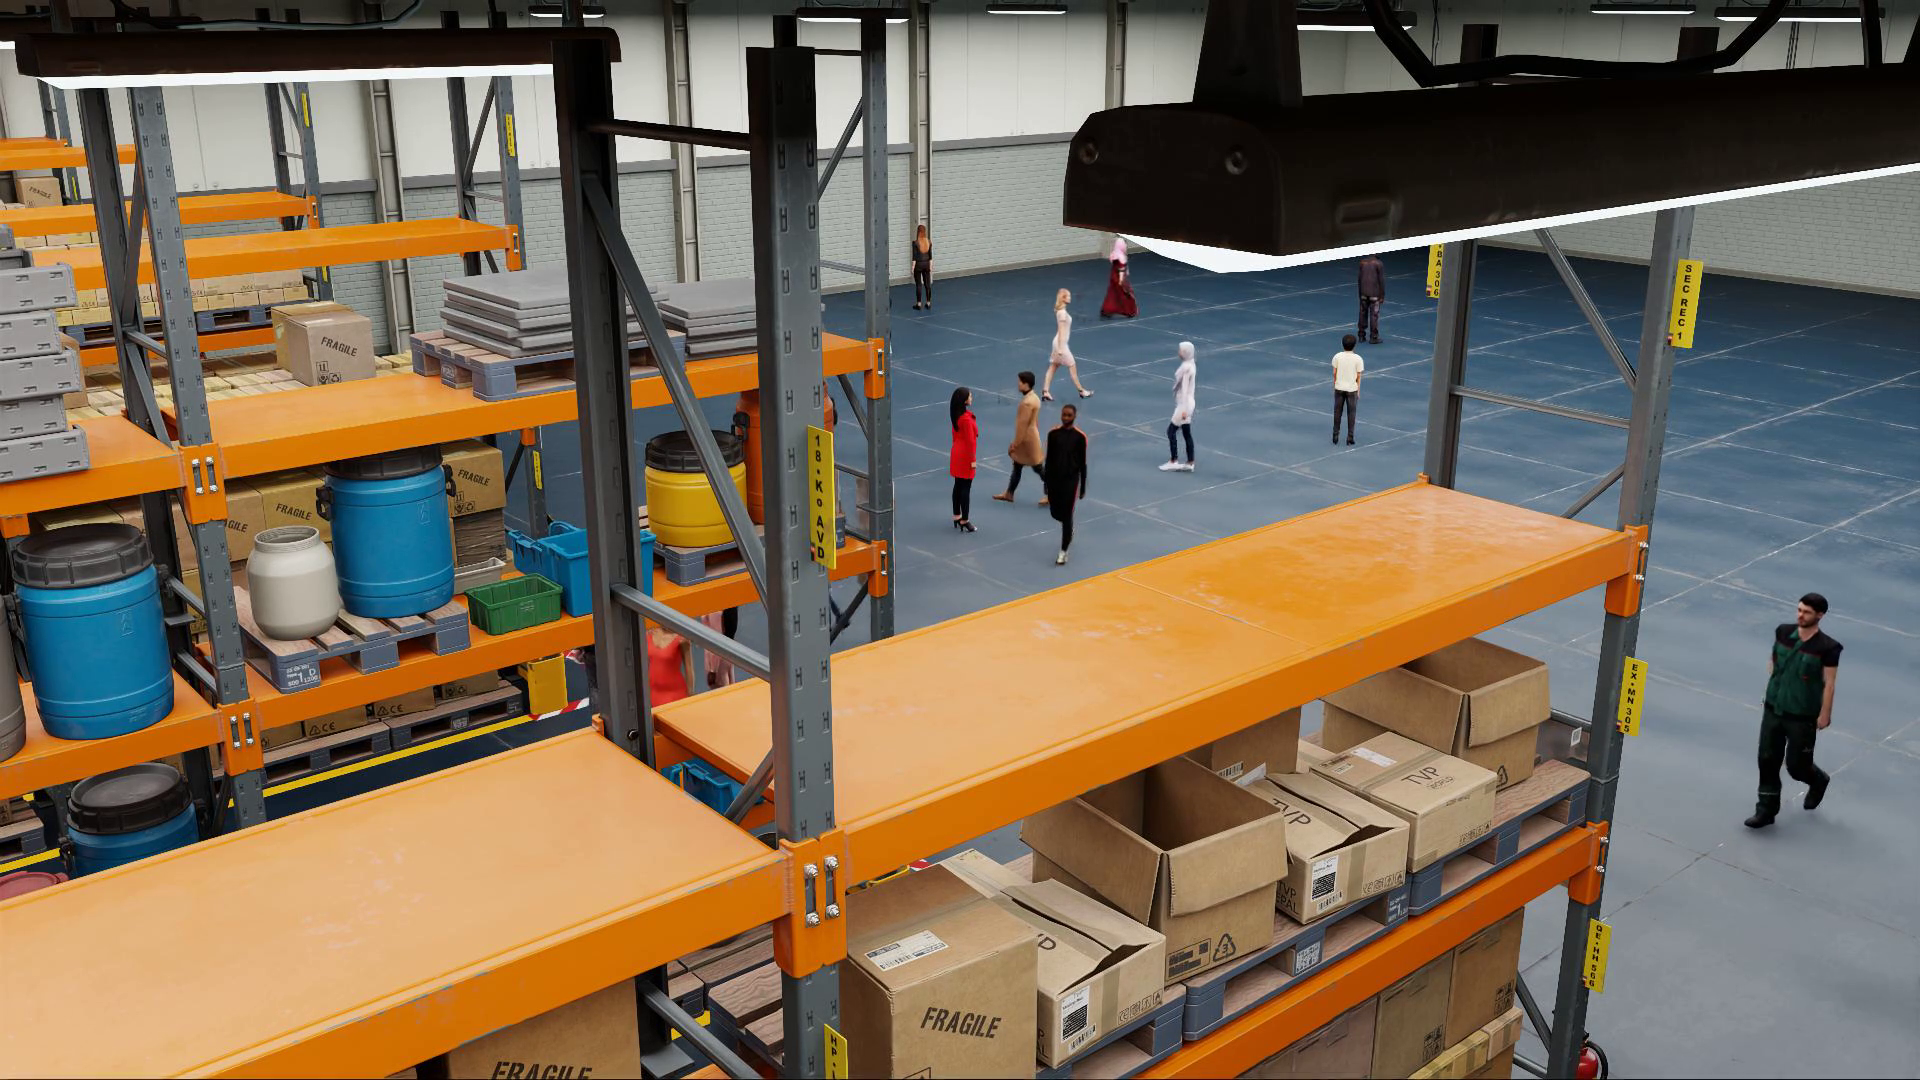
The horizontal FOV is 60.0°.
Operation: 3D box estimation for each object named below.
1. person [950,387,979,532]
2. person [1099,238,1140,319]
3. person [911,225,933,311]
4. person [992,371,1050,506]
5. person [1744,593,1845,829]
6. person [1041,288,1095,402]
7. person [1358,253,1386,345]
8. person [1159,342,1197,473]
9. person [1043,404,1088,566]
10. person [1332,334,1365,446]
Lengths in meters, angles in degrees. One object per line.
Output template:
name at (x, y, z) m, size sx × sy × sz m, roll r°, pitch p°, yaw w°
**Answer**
person at (0.041, -0.970, 19.830) m, size 0.682 × 1.748 × 0.674 m, roll -9°, pitch 20°, yaw -24°
person at (3.068, -5.151, 32.908) m, size 1.147 × 1.599 × 0.882 m, roll -6°, pitch 19°, yaw -17°
person at (-0.783, -5.600, 34.108) m, size 0.542 × 1.712 × 0.722 m, roll -9°, pitch 20°, yaw -25°
person at (0.944, -1.234, 20.738) m, size 1.174 × 1.687 × 1.104 m, roll 2°, pitch 18°, yaw 5°
person at (6.400, 1.290, 12.671) m, size 1.068 × 1.883 × 0.786 m, roll -10°, pitch 21°, yaw -28°
person at (1.488, -3.013, 26.037) m, size 1.135 × 1.788 × 0.983 m, roll -2°, pitch 18°, yaw -5°
person at (7.589, -4.560, 30.729) m, size 0.729 × 1.825 × 0.654 m, roll 15°, pitch 23°, yaw 39°
person at (3.080, -1.760, 22.226) m, size 0.874 × 1.767 × 0.804 m, roll 5°, pitch 19°, yaw 14°
person at (1.205, -0.670, 18.842) m, size 0.958 × 1.789 × 1.165 m, roll 6°, pitch 19°, yaw 19°
person at (5.506, -2.142, 23.689) m, size 0.654 × 1.588 × 0.623 m, roll 8°, pitch 20°, yaw 23°
